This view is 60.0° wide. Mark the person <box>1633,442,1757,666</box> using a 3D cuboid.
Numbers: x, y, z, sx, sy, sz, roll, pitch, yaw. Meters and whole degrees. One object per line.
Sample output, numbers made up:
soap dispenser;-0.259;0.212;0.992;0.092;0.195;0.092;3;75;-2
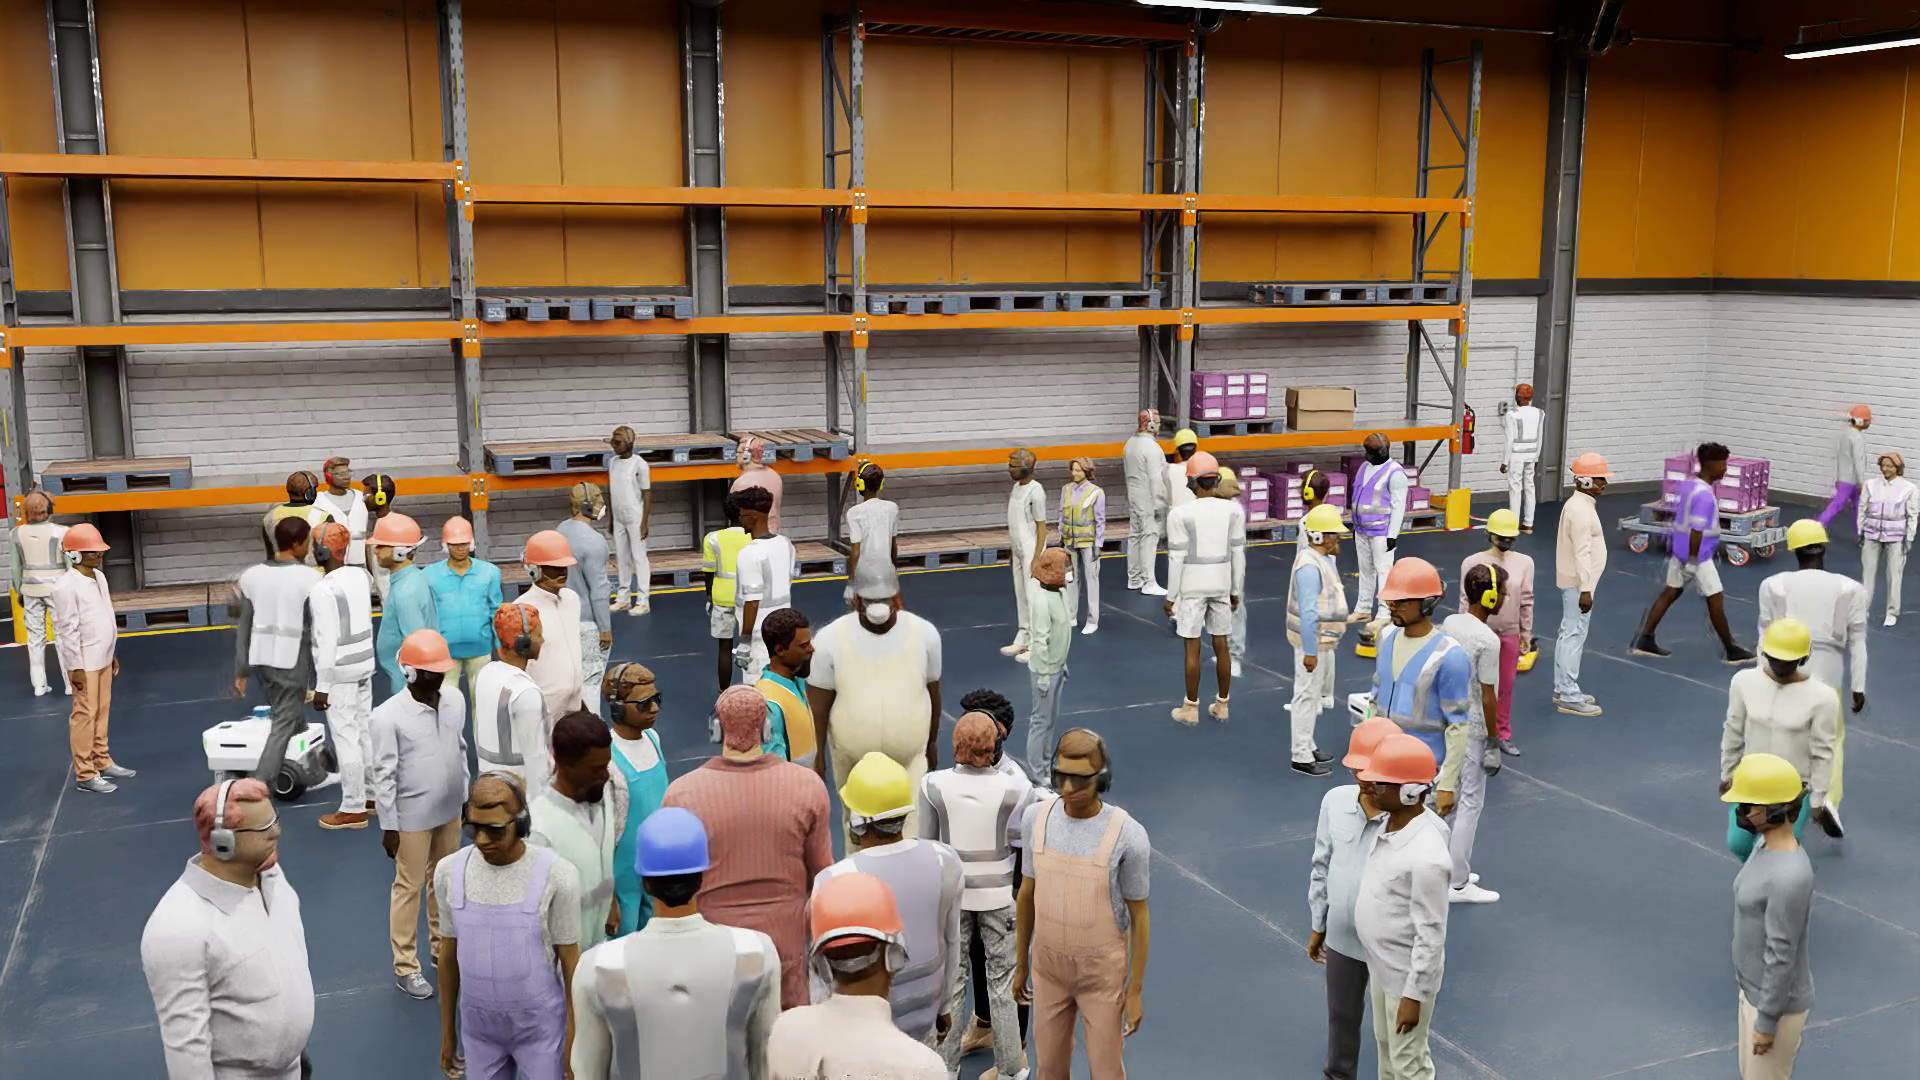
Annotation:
person;6.313;0.109;14.175;1.024;1.910;0.624;2;10;11

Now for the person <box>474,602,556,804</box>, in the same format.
person;-2.078;1.221;7.827;0.337;1.883;0.583;-8;13;-38

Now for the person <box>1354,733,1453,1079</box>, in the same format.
person;1.618;1.569;6.193;0.327;1.753;0.560;0;10;-1

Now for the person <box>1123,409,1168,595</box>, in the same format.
person;1.929;-0.392;17.058;0.409;1.909;0.641;-4;11;-21

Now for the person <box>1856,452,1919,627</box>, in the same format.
person;8.698;-0.011;15.632;0.315;1.640;0.515;-8;13;-40

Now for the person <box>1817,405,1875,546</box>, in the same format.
person;10.574;-0.756;19.746;0.911;1.707;0.586;3;10;17

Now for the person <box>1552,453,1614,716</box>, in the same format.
person;4.729;0.326;12.666;0.376;1.995;0.612;2;10;14

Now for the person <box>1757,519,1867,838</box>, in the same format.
person;5.121;0.837;10.049;0.615;1.887;0.775;5;11;25

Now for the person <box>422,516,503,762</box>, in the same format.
person;-3.335;0.705;11.166;0.566;1.753;0.335;-4;11;-21

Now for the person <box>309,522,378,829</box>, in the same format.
person;-3.756;0.821;10.138;0.352;1.881;0.576;2;10;9

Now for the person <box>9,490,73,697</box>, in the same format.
person;-7.182;0.428;13.091;0.515;1.643;0.314;0;10;0

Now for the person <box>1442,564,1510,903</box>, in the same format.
person;2.763;1.040;8.972;0.348;1.857;0.521;-2;10;-13

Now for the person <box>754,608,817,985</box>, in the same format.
person;-0.806;1.248;7.577;0.392;1.919;0.593;0;10;-2

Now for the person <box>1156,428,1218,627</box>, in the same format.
person;2.112;-0.076;15.332;0.641;1.884;0.781;2;10;10

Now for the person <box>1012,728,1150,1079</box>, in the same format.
person;0.423;1.564;5.966;0.518;1.843;0.332;6;11;30

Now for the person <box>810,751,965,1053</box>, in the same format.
person;-0.269;1.615;5.698;0.591;1.837;0.403;-7;12;-36

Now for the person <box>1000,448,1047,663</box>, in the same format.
person;0.565;0.127;14.252;0.339;1.842;0.507;-4;11;-22

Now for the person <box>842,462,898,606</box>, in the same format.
person;-0.707;0.315;13.092;0.530;1.871;0.323;-10;14;-44

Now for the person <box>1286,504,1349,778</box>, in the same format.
person;2.401;0.663;11.190;0.404;1.833;0.592;3;10;18

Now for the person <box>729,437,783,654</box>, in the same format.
person;-1.808;0.051;14.492;0.403;1.911;0.652;5;11;24

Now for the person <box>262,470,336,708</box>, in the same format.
person;-4.998;0.382;12.789;0.625;1.844;0.429;2;10;14

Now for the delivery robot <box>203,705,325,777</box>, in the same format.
delivery robot;-4.521;1.320;10.814;0.707;0.478;0.477;1;10;5

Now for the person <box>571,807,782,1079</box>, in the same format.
person;-0.803;1.722;4.810;0.613;1.935;0.421;-3;10;-15

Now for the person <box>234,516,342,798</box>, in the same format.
person;-4.253;0.792;10.444;0.598;1.864;0.987;3;10;18

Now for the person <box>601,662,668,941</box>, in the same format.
person;-1.347;1.406;6.876;0.345;1.847;0.504;3;10;17

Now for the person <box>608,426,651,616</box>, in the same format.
person;-3.199;-0.182;16.047;0.534;1.841;0.337;6;12;33

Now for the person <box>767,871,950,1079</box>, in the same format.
person;-0.279;1.829;4.155;0.820;1.945;0.672;-9;13;-41

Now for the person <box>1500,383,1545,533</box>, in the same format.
person;6.957;-1.000;20.634;0.575;1.882;0.355;-4;11;-24

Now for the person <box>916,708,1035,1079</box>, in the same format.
person;0.076;1.500;6.928;0.522;1.638;0.310;2;10;11

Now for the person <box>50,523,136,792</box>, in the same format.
person;-5.668;0.758;10.869;0.324;1.752;0.561;-1;10;-5

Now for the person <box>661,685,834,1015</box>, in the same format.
person;-0.801;1.479;6.296;0.651;1.899;0.403;-2;10;-14

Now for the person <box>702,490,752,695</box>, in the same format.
person;-1.689;0.469;12.703;0.540;1.695;0.316;0;10;-2

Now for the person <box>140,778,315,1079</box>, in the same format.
person;-2.207;1.671;5.178;0.403;1.908;0.637;1;10;6

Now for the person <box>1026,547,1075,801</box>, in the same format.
person;0.591;0.847;10.701;0.285;1.633;0.501;3;10;19

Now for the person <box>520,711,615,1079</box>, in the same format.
person;-1.398;1.528;6.026;0.452;1.892;0.608;3;10;16

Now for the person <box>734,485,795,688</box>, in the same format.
person;-1.322;0.608;11.126;0.362;1.962;0.613;4;11;21

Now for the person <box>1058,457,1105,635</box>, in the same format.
person;1.114;0.043;15.317;0.510;1.642;0.308;9;13;41

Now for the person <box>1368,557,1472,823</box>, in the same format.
person;2.181;1.091;8.121;0.379;2.041;0.616;-5;11;-25

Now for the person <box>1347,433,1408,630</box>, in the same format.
person;3.862;-0.086;15.499;0.429;1.838;0.621;-4;11;-24

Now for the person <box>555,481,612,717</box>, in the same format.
person;-2.592;0.556;11.507;0.357;1.936;0.635;-8;13;-39

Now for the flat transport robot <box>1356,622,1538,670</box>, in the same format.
flat transport robot;4.199;0.898;14.336;1.431;0.197;0.652;4;11;24

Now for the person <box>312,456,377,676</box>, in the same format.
person;-5.073;0.230;13.634;0.374;1.848;0.575;8;13;38

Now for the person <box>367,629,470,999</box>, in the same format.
person;-2.514;1.275;7.901;0.346;1.746;0.572;5;11;27

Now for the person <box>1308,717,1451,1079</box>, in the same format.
person;1.582;1.531;6.415;0.562;1.752;0.327;9;13;42

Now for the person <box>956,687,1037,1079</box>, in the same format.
person;0.120;1.454;7.026;0.316;1.695;0.541;-6;11;-30

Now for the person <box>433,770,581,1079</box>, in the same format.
person;-1.500;1.643;5.550;0.505;1.837;0.360;1;10;8

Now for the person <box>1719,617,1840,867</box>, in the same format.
person;4.098;1.205;8.333;0.540;1.741;0.586;9;13;42

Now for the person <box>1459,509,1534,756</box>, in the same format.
person;3.705;0.649;11.506;0.520;1.759;0.349;-1;10;-5

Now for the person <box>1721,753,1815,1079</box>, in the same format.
person;2.848;1.616;5.930;0.344;1.756;0.532;3;10;19

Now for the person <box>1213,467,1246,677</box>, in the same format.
person;2.237;0.262;13.904;0.321;1.701;0.672;0;10;3

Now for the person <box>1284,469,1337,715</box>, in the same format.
person;2.690;0.393;12.646;0.310;1.868;0.533;8;13;40

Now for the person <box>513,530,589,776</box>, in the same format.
person;-2.253;0.926;9.207;0.386;1.992;0.625;4;11;21

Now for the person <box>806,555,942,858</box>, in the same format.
person;-0.436;1.018;8.546;0.700;2.000;1.031;-1;10;-5

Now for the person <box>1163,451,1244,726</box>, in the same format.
person;1.795;0.360;12.329;0.605;2.045;0.383;-3;10;-17

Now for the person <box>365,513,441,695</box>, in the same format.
person;-3.234;0.830;9.756;0.388;1.995;0.618;-2;10;-14
